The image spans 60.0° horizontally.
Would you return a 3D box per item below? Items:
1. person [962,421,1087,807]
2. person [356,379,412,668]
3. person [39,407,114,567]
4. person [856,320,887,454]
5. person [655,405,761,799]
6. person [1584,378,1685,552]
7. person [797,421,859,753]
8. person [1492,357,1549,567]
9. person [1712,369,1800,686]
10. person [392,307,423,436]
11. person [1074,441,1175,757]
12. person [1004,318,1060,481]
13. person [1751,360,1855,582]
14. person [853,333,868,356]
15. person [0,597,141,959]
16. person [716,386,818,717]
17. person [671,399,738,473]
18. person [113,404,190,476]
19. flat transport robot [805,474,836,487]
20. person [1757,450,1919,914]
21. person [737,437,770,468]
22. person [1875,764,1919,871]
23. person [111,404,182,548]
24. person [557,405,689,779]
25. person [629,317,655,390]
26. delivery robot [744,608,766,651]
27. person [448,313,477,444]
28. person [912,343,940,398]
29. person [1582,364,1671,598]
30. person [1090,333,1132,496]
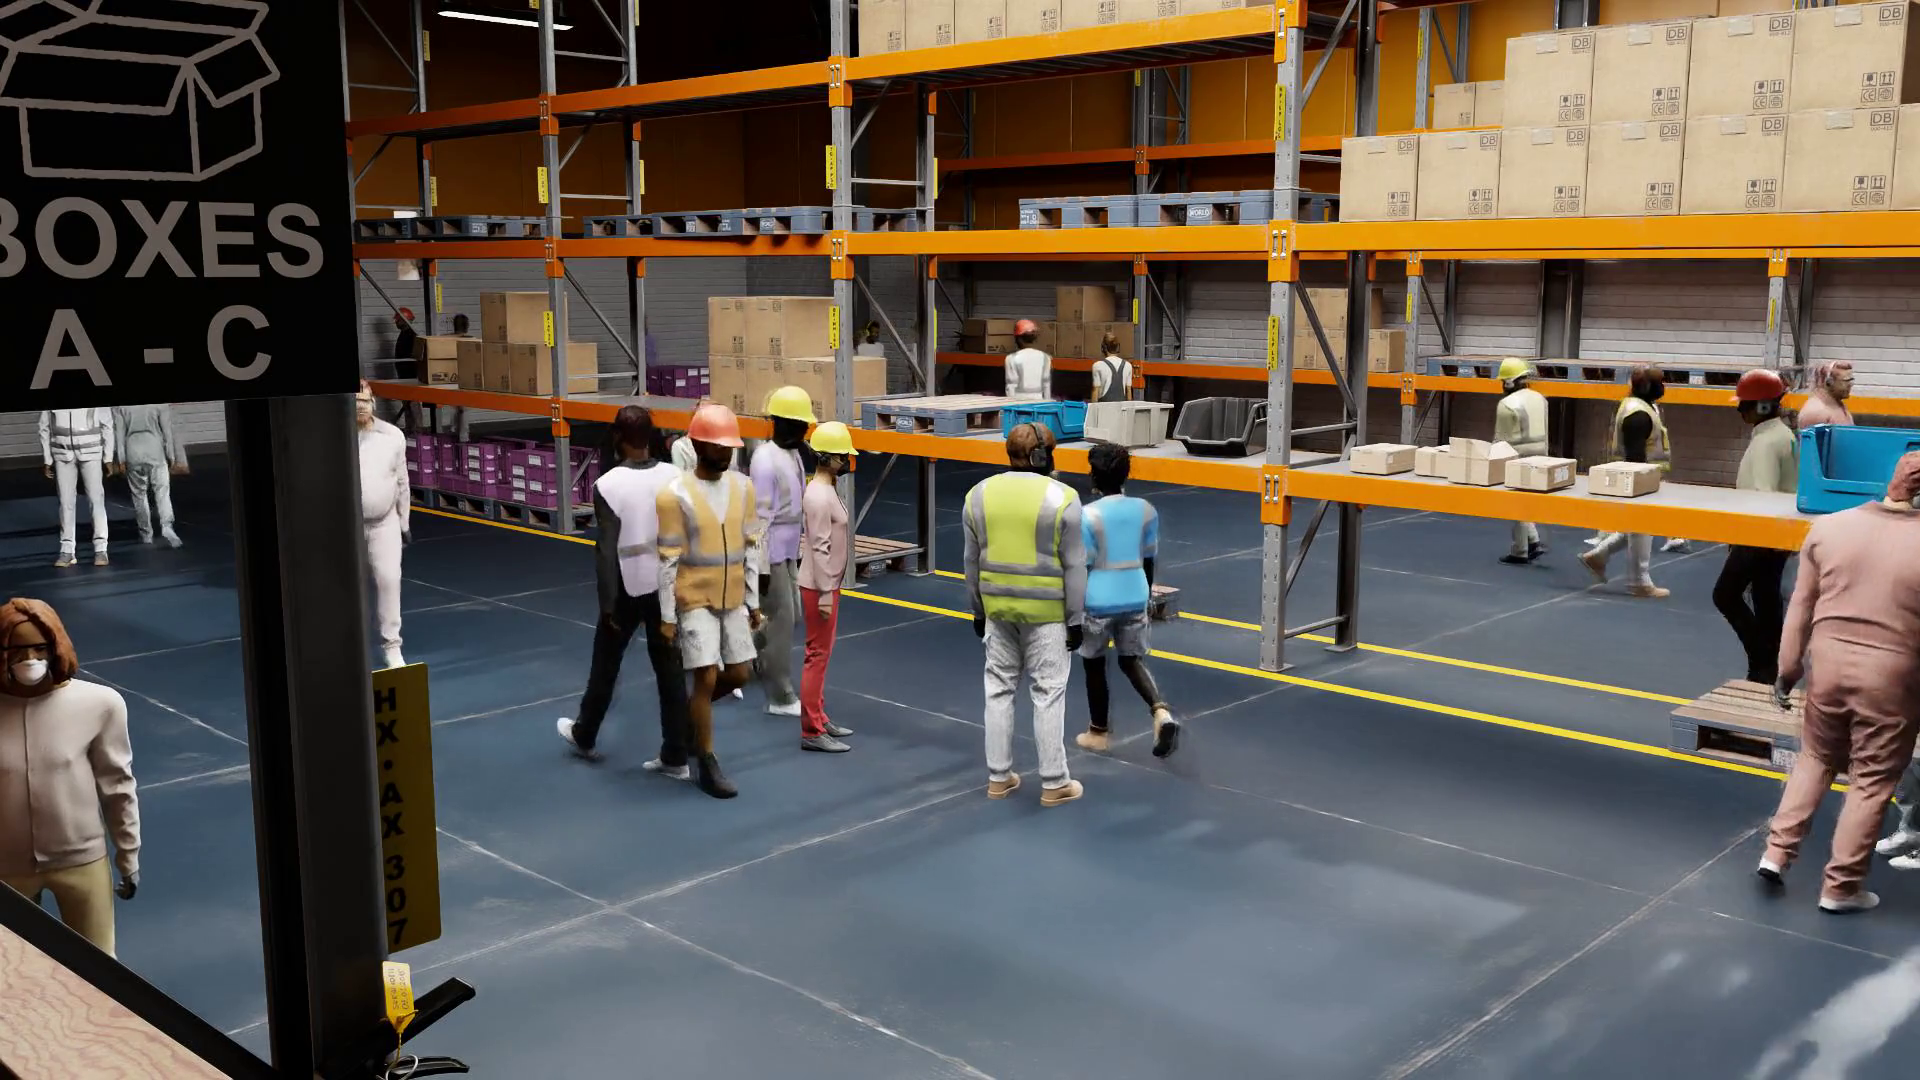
[{"bbox_3d":[0.325,0.352,7.972,0.624,1.841,0.430,5,11,28],"label":"person"},{"bbox_3d":[-3.897,-0.120,10.779,0.655,1.879,0.867,-6,11,-32],"label":"person"},{"bbox_3d":[-7.591,-0.705,14.318,0.575,1.882,0.360,-2,10,-14],"label":"person"},{"bbox_3d":[-1.260,-2.113,23.042,0.479,1.850,0.550,9,13,43],"label":"person"},{"bbox_3d":[-1.276,0.277,8.220,0.564,1.913,0.659,-8,12,-41],"label":"person"},{"bbox_3d":[6.209,-0.693,15.123,0.513,1.596,0.858,-8,12,-39],"label":"person"},{"bbox_3d":[-0.698,0.248,8.858,0.334,1.763,0.521,0,9,-2],"label":"person"},{"bbox_3d":[4.775,-0.661,14.275,0.593,1.807,0.448,-8,12,-40],"label":"person"},{"bbox_3d":[4.760,-0.033,9.938,0.459,1.972,0.600,8,12,41],"label":"person"},{"bbox_3d":[-8.130,-2.416,24.461,0.375,1.997,0.612,-8,12,-39],"label":"person"},{"bbox_3d":[0.829,0.329,8.603,0.533,1.677,0.607,-5,10,-28],"label":"person"},{"bbox_3d":[0.778,-1.453,18.514,0.613,2.018,0.836,-6,11,-32],"label":"person"},{"bbox_3d":[6.549,-0.441,12.724,0.648,1.879,0.820,-9,13,-43],"label":"person"},{"bbox_3d":[-1.536,-2.273,24.708,0.528,1.620,0.570,-7,12,-38],"label":"person"},{"bbox_3d":[-2.672,0.965,4.870,0.499,1.628,0.277,-4,10,-24],"label":"person"},{"bbox_3d":[-1.114,0.063,9.530,0.646,1.906,0.601,2,9,10],"label":"person"},{"bbox_3d":[-1.810,-0.185,11.866,0.523,1.642,0.306,-6,11,-31],"label":"person"},{"bbox_3d":[-10.038,-1.675,20.555,0.974,1.789,0.648,0,9,-1],"label":"person"},{"bbox_3d":[-2.105,-0.640,18.847,1.431,0.197,0.652,3,10,19],"label":"flat transport robot"},{"bbox_3d":[3.628,0.568,6.577,0.452,1.868,0.675,-7,12,-38],"label":"person"},{"bbox_3d":[-2.201,-1.180,17.057,0.633,1.938,0.356,3,10,15],"label":"person"},{"bbox_3d":[4.065,0.612,7.025,0.403,1.613,0.526,1,9,6],"label":"person"},{"bbox_3d":[-7.509,-0.772,15.310,0.499,1.706,0.823,-4,10,-25],"label":"person"},{"bbox_3d":[-1.710,0.249,8.519,0.984,1.863,0.591,8,12,41],"label":"person"},{"bbox_3d":[-4.964,-2.595,26.011,1.016,1.850,0.672,-1,9,-9],"label":"person"},{"bbox_3d":[-1.517,0.535,10.490,0.477,0.478,0.707,-7,11,-36],"label":"delivery robot"},{"bbox_3d":[-7.091,-2.276,23.828,0.635,1.923,0.437,6,11,35],"label":"person"},{"bbox_3d":[-0.532,-2.220,23.750,0.832,1.845,0.520,7,11,35],"label":"person"},{"bbox_3d":[5.262,-0.461,12.981,0.563,1.831,0.642,3,10,20],"label":"person"},{"bbox_3d":[1.692,-1.411,18.777,0.523,1.843,0.339,-5,10,-26],"label":"person"}]
